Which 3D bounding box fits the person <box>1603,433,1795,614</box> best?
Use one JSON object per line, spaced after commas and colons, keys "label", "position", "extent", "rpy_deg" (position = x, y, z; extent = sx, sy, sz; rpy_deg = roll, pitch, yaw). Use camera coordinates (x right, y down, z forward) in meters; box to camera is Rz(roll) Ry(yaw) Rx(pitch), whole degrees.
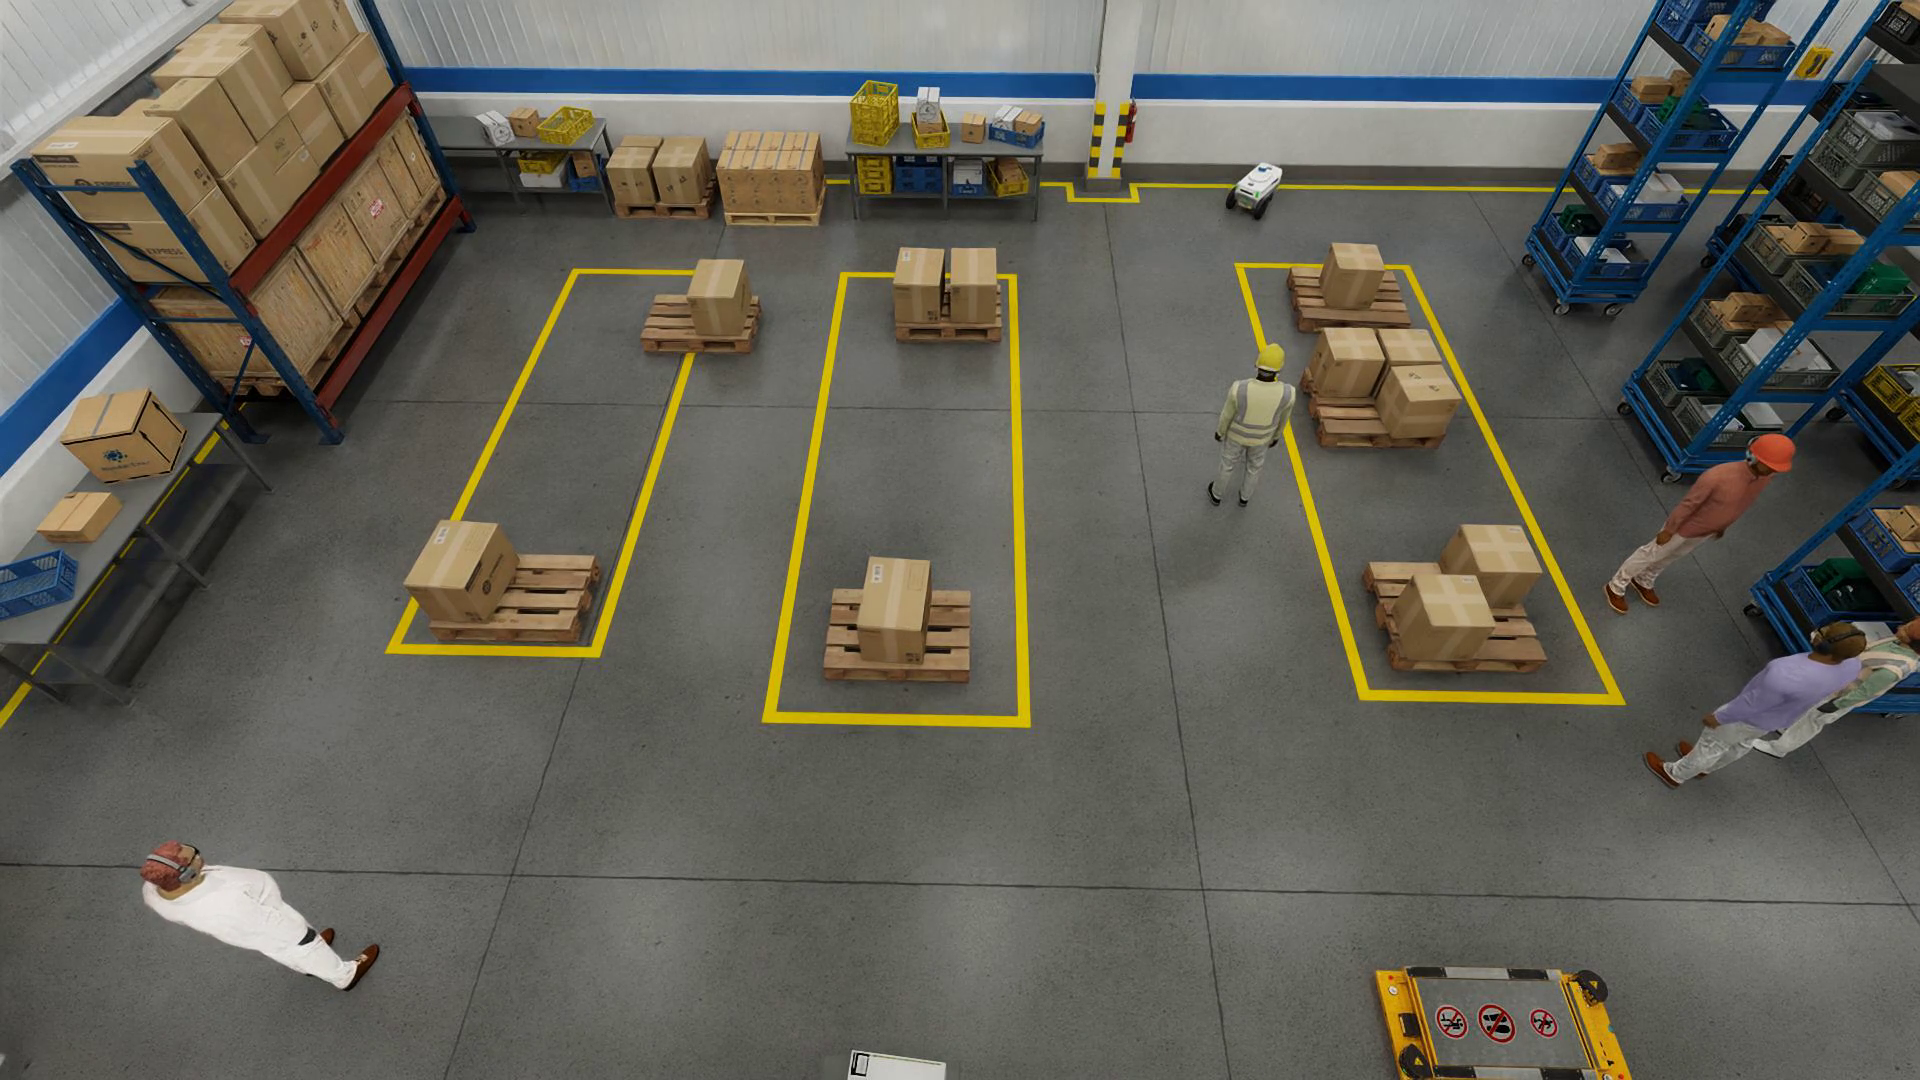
{"label": "person", "position": [6.008, -0.123, 7.464], "extent": [0.611, 1.996, 0.378], "rpy_deg": [-9, 51, -7]}

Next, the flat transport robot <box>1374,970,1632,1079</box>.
{"label": "flat transport robot", "position": [3.501, 3.133, 5.914], "extent": [1.431, 0.197, 0.652], "rpy_deg": [1, 51, 1]}

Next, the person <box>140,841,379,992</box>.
{"label": "person", "position": [-4.243, 2.287, 5.563], "extent": [0.644, 1.899, 0.405], "rpy_deg": [12, 52, 10]}

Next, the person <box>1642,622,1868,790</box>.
{"label": "person", "position": [5.578, 1.192, 6.428], "extent": [0.629, 1.940, 0.371], "rpy_deg": [-10, 51, -8]}

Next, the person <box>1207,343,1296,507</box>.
{"label": "person", "position": [2.614, -0.994, 8.284], "extent": [0.586, 1.823, 0.403], "rpy_deg": [6, 51, 5]}

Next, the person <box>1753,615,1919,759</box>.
{"label": "person", "position": [6.482, 1.085, 6.707], "extent": [0.522, 1.637, 0.306], "rpy_deg": [-37, 60, -26]}

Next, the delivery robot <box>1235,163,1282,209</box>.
{"label": "delivery robot", "position": [3.929, -4.693, 12.053], "extent": [0.477, 0.478, 0.707], "rpy_deg": [33, 58, 24]}
